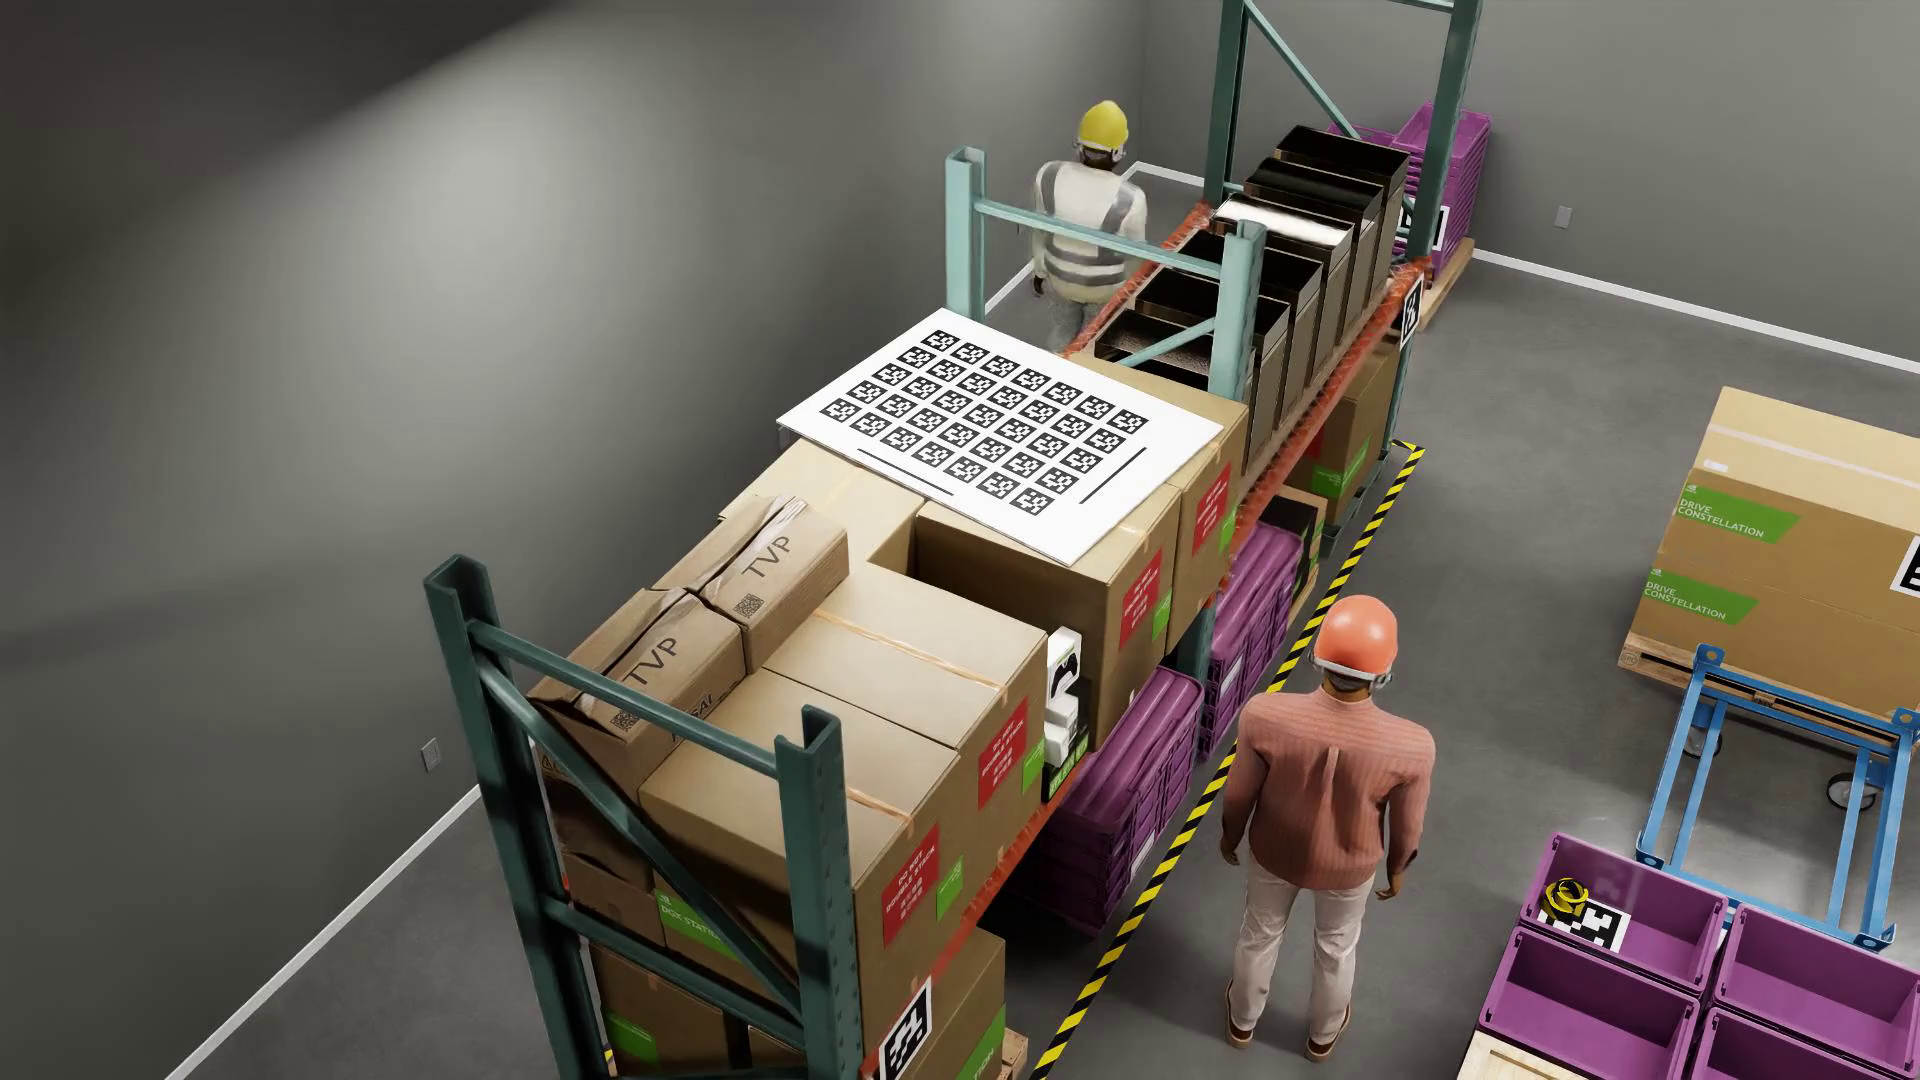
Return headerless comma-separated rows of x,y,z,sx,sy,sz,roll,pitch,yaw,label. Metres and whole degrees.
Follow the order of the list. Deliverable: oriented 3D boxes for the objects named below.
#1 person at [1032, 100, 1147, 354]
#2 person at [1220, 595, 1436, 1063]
0.622,-1.282,8.215,0.611,1.820,0.517,19,44,21,person
1.155,0.972,5.397,0.623,1.989,0.400,10,41,12,person
